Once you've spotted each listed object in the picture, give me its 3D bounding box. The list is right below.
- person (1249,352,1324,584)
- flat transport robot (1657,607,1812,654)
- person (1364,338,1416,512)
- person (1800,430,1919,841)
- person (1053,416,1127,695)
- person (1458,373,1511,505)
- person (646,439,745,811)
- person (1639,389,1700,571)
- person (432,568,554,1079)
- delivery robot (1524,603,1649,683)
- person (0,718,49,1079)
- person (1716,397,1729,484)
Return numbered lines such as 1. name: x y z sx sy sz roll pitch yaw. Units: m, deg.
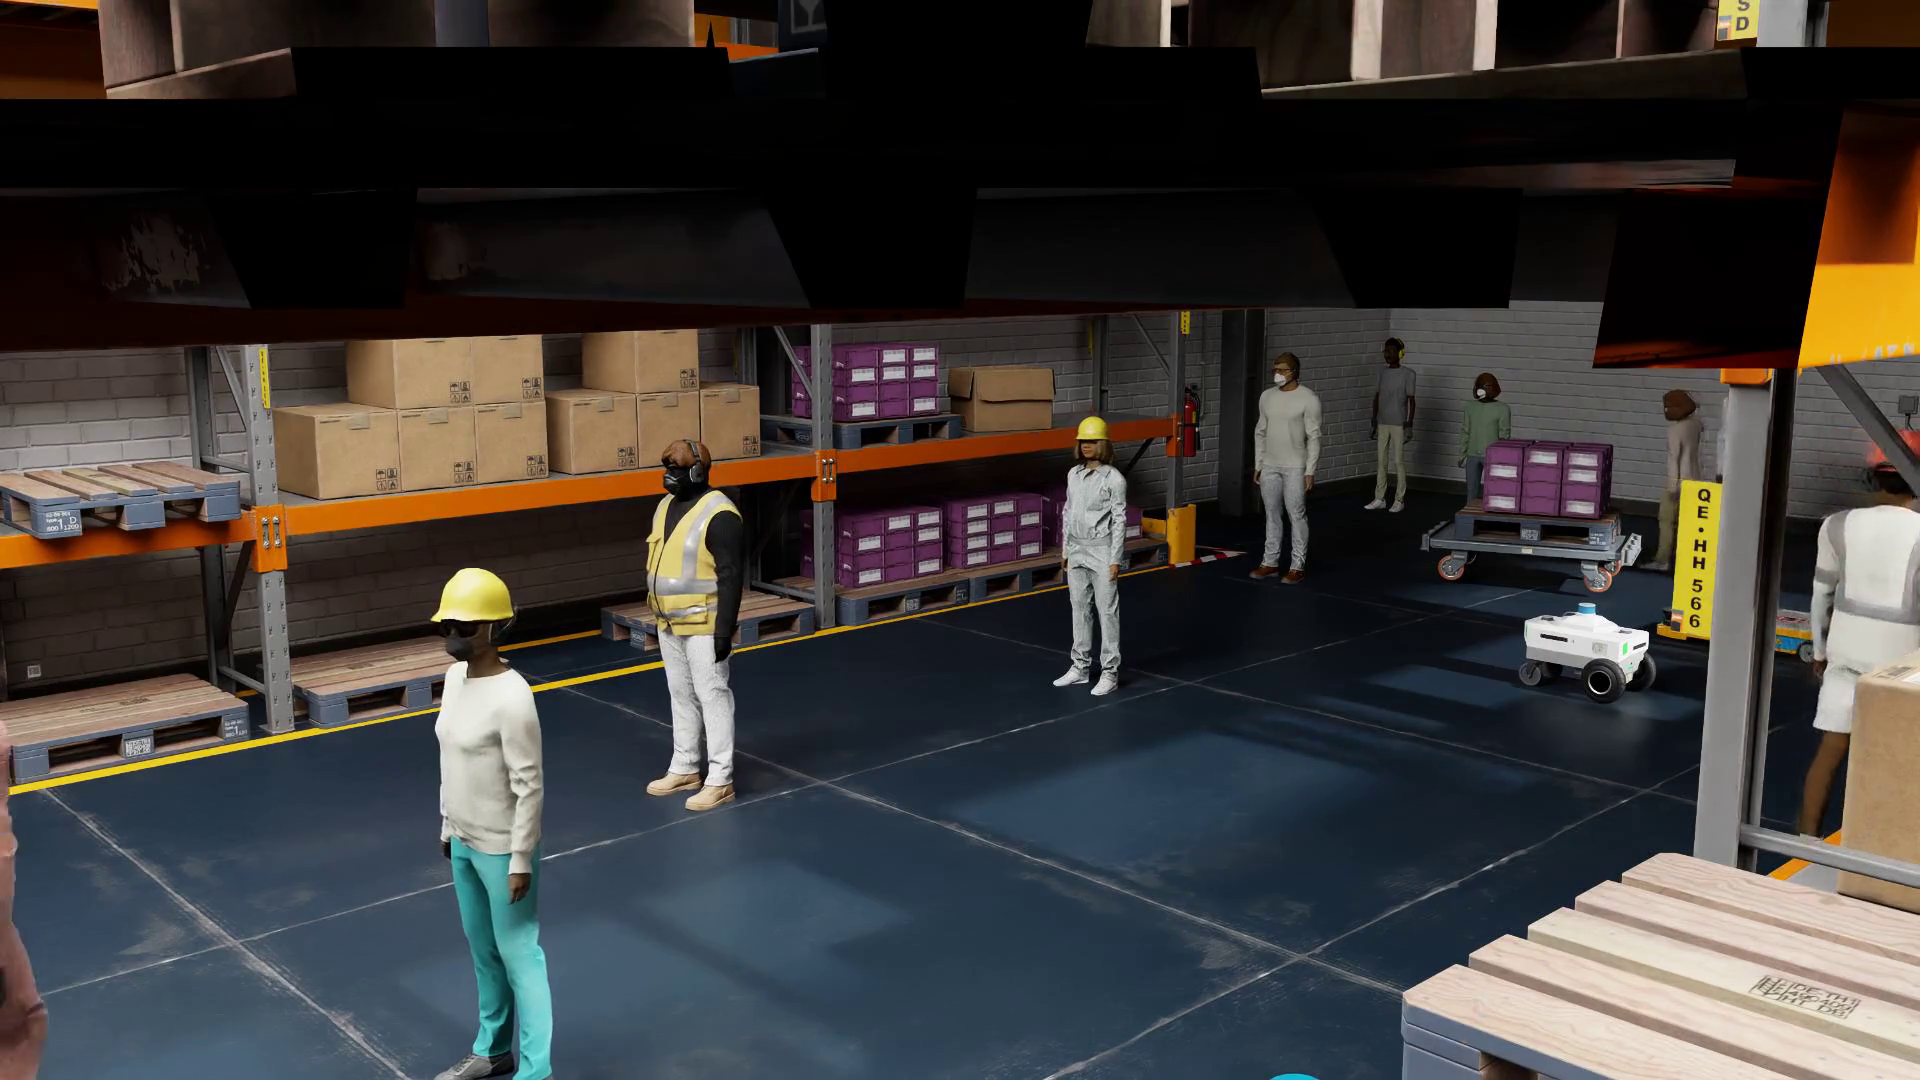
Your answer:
1. person: 2.730 -0.604 13.974 0.364 1.939 0.636 -9 13 -43
2. flat transport robot: 5.708 0.636 11.589 0.652 0.197 1.431 -9 13 -42
3. person: 4.626 -1.232 17.856 0.320 1.871 0.533 -9 13 -43
4. person: 4.057 0.509 7.342 1.068 1.984 0.632 -8 13 -39
5. person: 0.823 0.095 10.446 0.283 1.746 0.493 -9 13 -43
6. person: 5.004 -0.783 15.915 0.278 1.633 0.507 -9 13 -43
7. person: -1.342 0.413 8.303 0.429 1.843 0.633 -9 13 -43
8. person: 6.246 -0.487 14.254 0.537 1.606 0.696 -8 12 -38
9. person: -1.513 0.959 5.315 0.298 1.772 0.533 -9 13 -43
10. delivery robot: 3.932 0.639 10.470 0.477 0.478 0.707 -9 13 -42
11. person: -2.798 1.047 4.517 0.650 1.876 0.585 1 10 7
12. person: 6.665 -0.580 14.033 0.570 1.866 0.423 7 12 34
